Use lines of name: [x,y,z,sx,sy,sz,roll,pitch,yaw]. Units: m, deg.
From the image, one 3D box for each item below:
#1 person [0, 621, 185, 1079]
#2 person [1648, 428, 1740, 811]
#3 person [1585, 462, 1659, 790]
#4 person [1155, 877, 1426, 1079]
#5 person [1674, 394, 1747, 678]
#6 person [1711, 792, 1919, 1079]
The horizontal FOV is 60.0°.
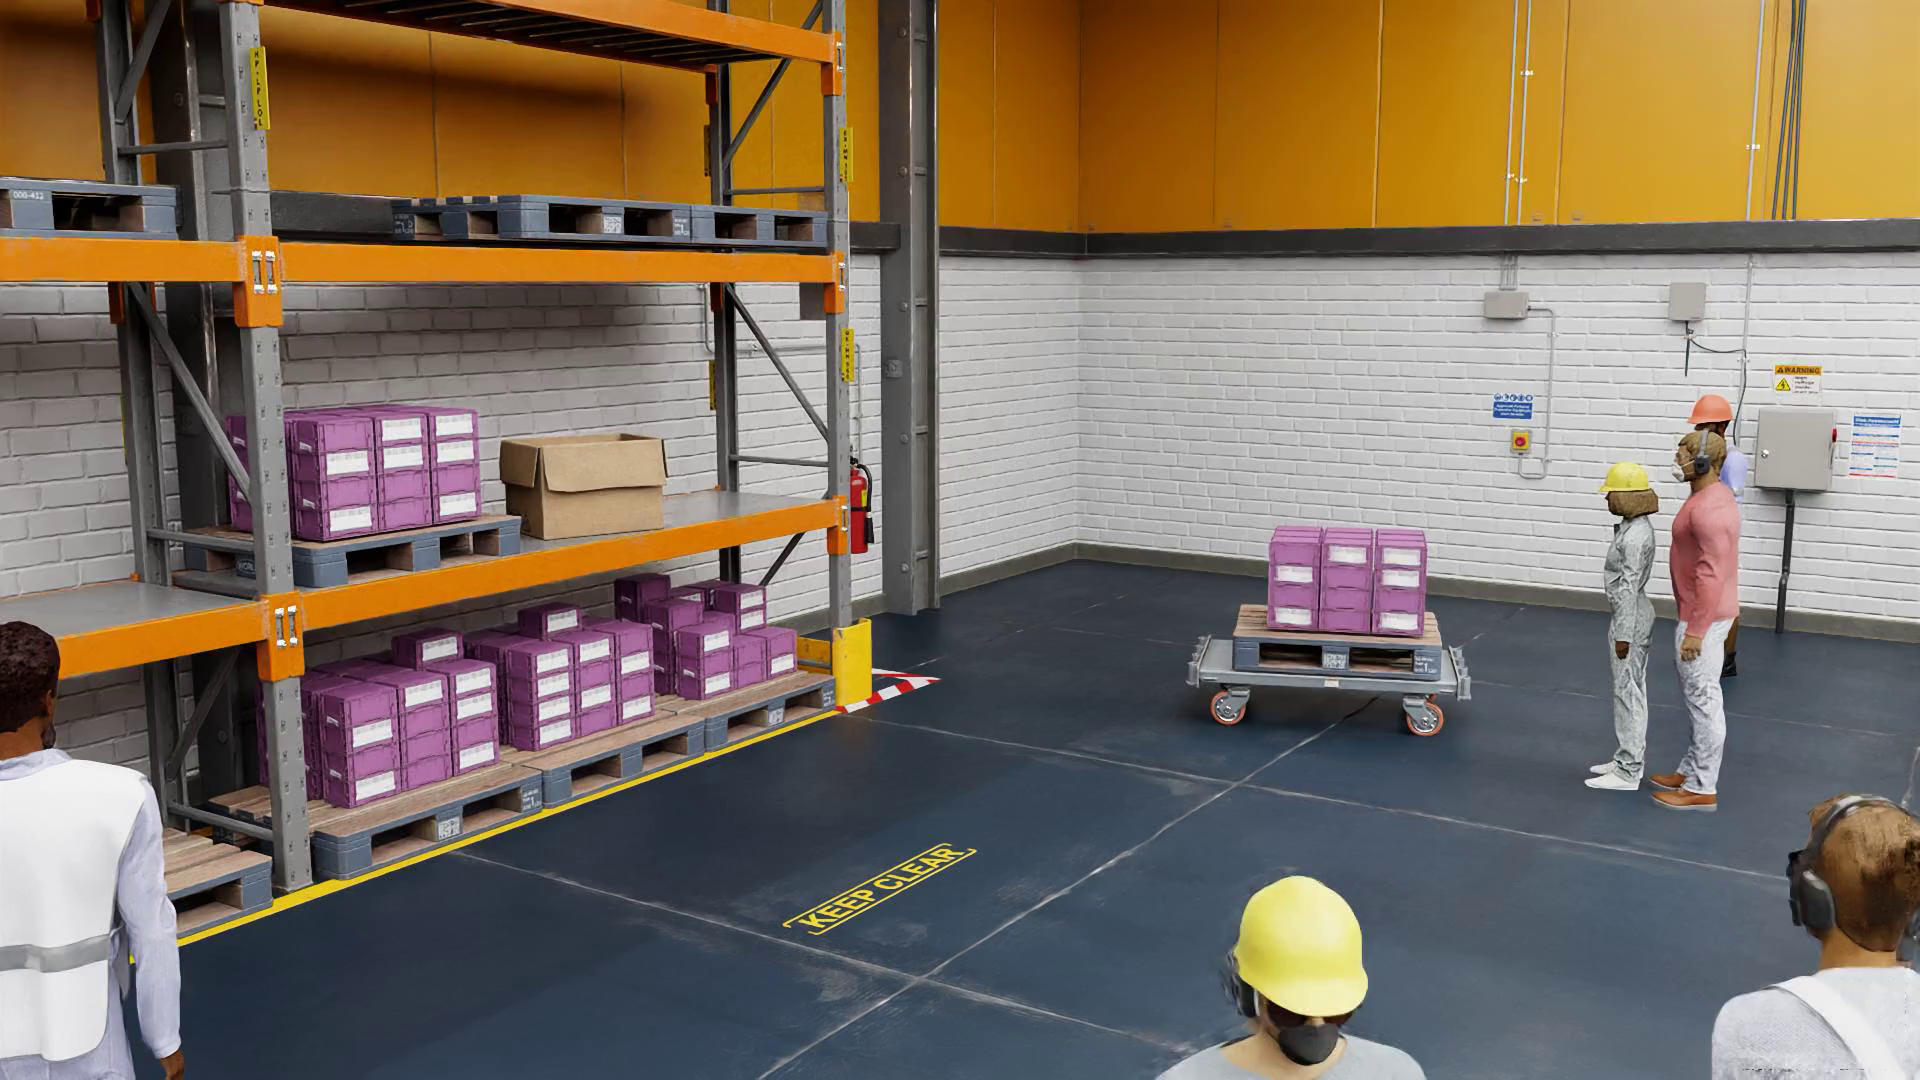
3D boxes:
person: [-2.073,1.134,3.743,0.599,1.917,0.377,-3,9,-17]
person: [3.737,0.404,8.421,0.377,1.940,0.629,4,10,24]
person: [3.496,0.451,8.786,0.320,1.737,0.483,4,10,24]
person: [0.520,1.374,2.835,0.546,1.720,0.918,-1,9,-9]
person: [5.087,-0.026,11.296,0.420,1.925,0.560,0,9,-2]
person: [1.471,1.330,2.777,0.526,1.823,0.584,-2,9,-11]
